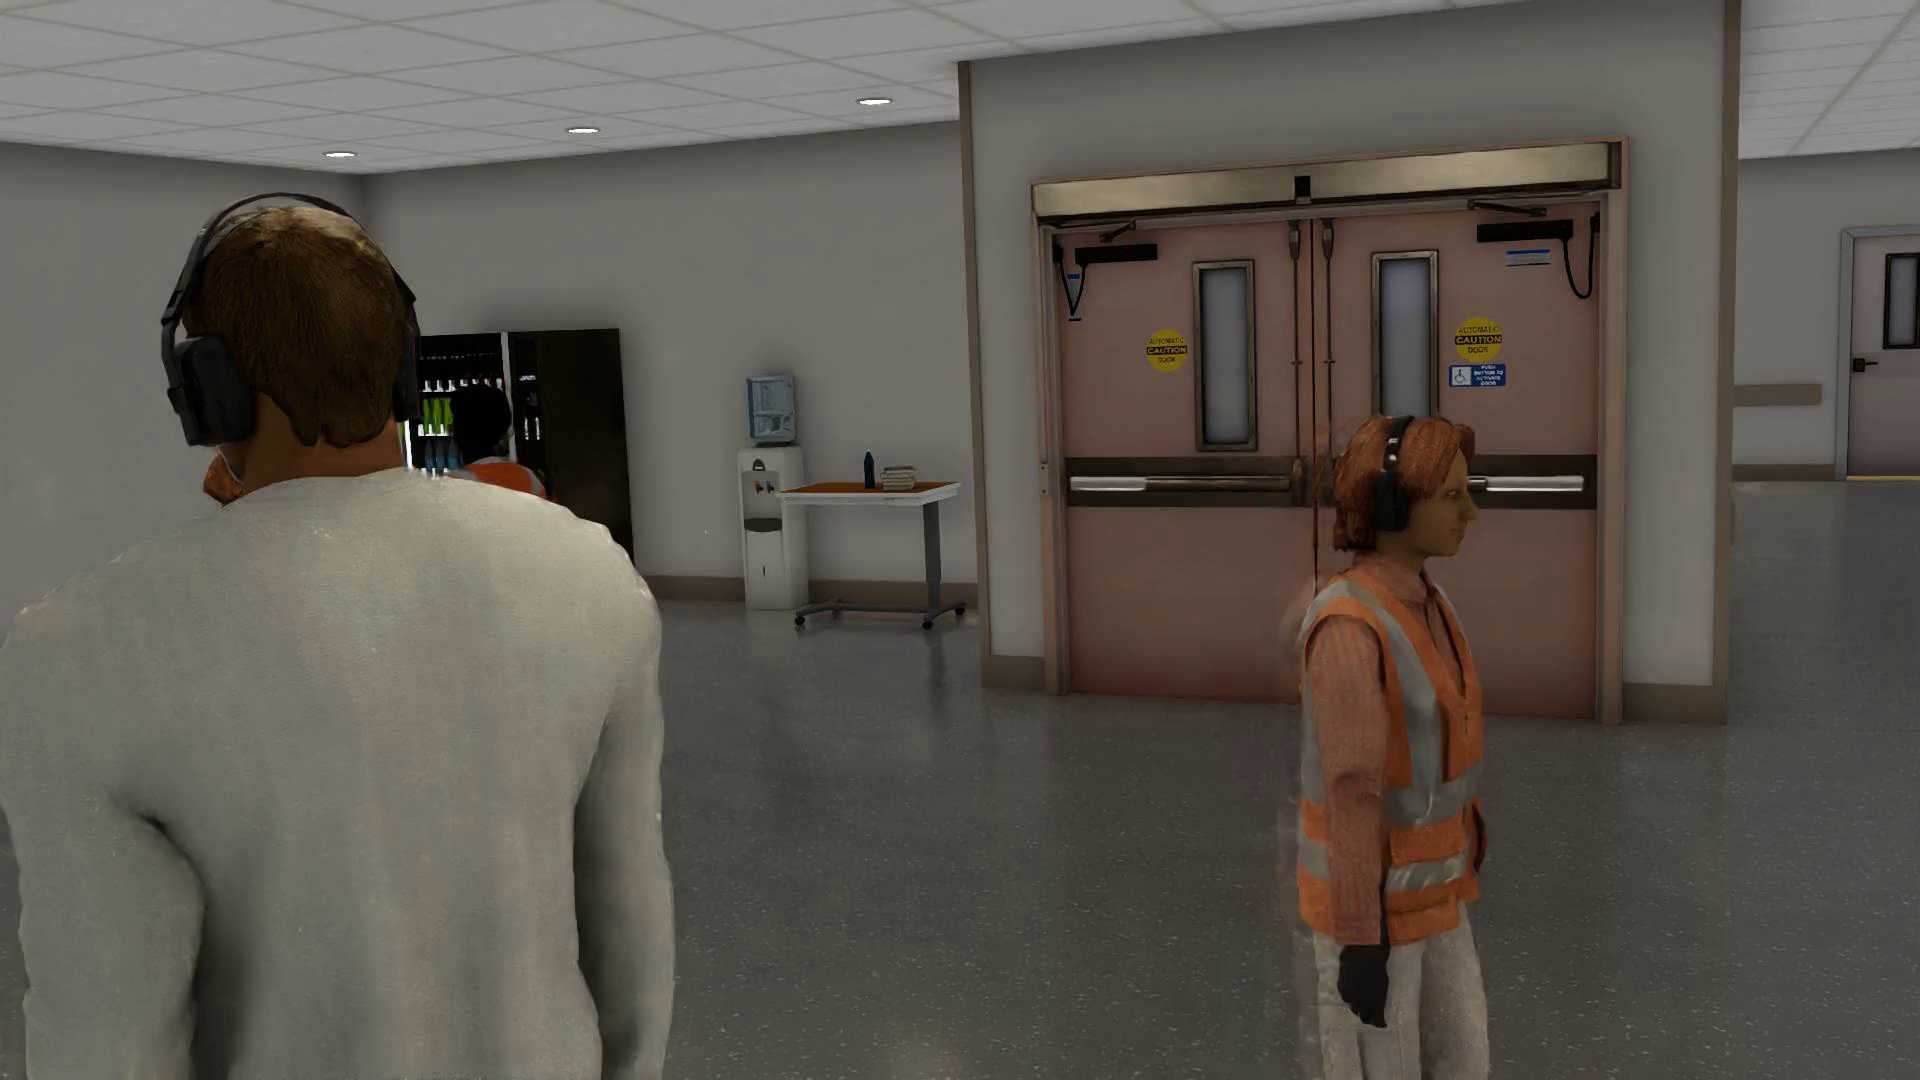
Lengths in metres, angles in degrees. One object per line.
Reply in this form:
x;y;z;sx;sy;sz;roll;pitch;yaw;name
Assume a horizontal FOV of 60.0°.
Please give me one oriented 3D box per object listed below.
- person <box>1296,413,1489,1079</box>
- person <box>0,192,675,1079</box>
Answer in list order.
0.658;0.597;2.771;0.588;1.620;0.523;3;9;33;person
-0.552;0.639;1.644;0.640;1.937;0.367;-9;10;-44;person
